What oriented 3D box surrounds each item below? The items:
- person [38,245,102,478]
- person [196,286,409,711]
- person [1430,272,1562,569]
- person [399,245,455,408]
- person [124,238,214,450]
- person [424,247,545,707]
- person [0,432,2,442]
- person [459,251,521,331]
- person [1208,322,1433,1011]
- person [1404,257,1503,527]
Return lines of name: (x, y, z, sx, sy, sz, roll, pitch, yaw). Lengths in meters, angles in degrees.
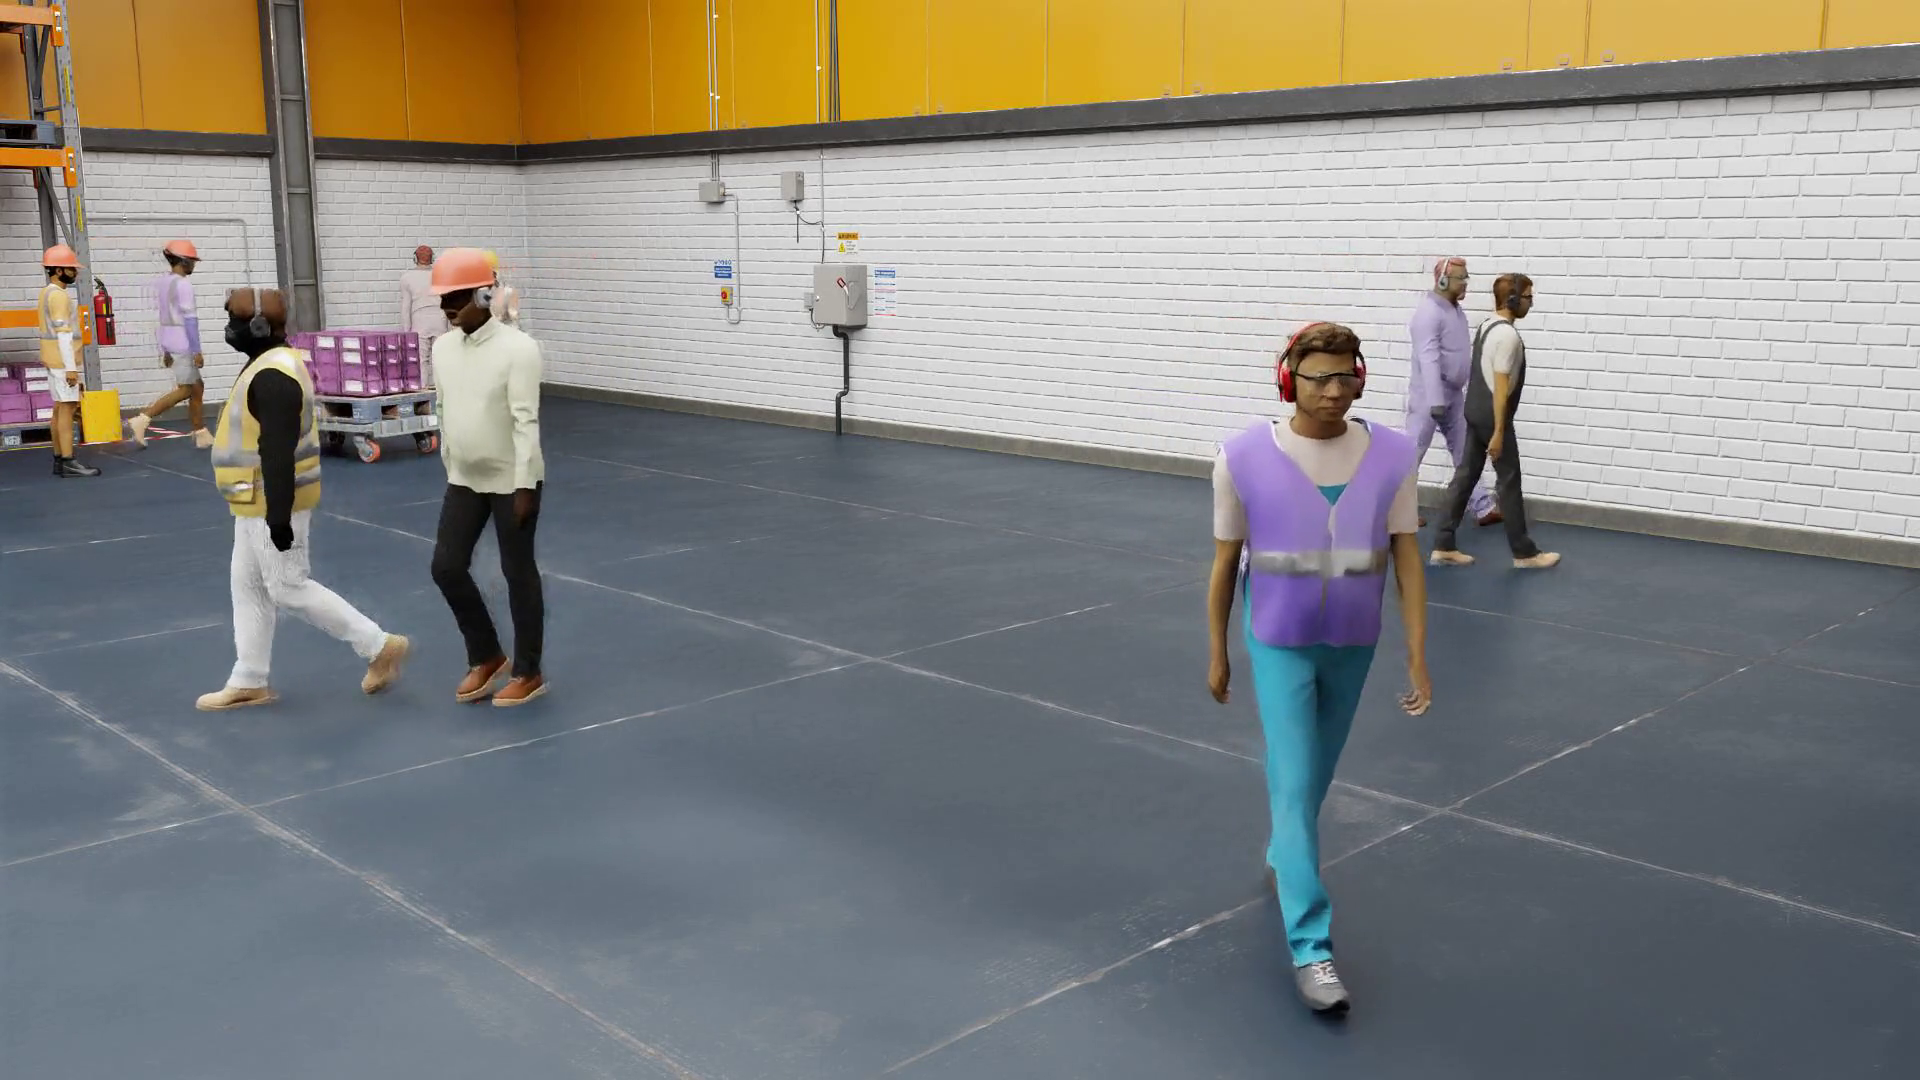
person: (-7.501, -1.494, 13.972, 0.379, 1.937, 0.548, -8, 13, -37)
person: (-2.852, -0.171, 7.095, 0.804, 1.819, 0.631, -4, 11, -23)
person: (3.264, -0.710, 10.097, 0.674, 1.834, 0.533, -1, 10, -4)
person: (-6.195, -2.462, 19.371, 0.653, 1.903, 0.401, -8, 13, -37)
person: (-7.373, -1.811, 15.538, 0.861, 2.010, 0.620, -9, 14, -40)
person: (-2.006, -0.248, 7.098, 0.634, 1.970, 0.486, 4, 11, 21)
person: (-7.041, -1.068, 11.691, 0.404, 1.920, 0.574, -1, 10, -4)
person: (-4.812, -2.021, 17.068, 0.606, 1.855, 1.084, -4, 11, -20)
person: (0.977, 0.292, 4.634, 0.570, 1.802, 0.963, -2, 11, -9)
person: (3.396, -0.988, 11.415, 0.958, 1.863, 0.671, 8, 13, 38)
